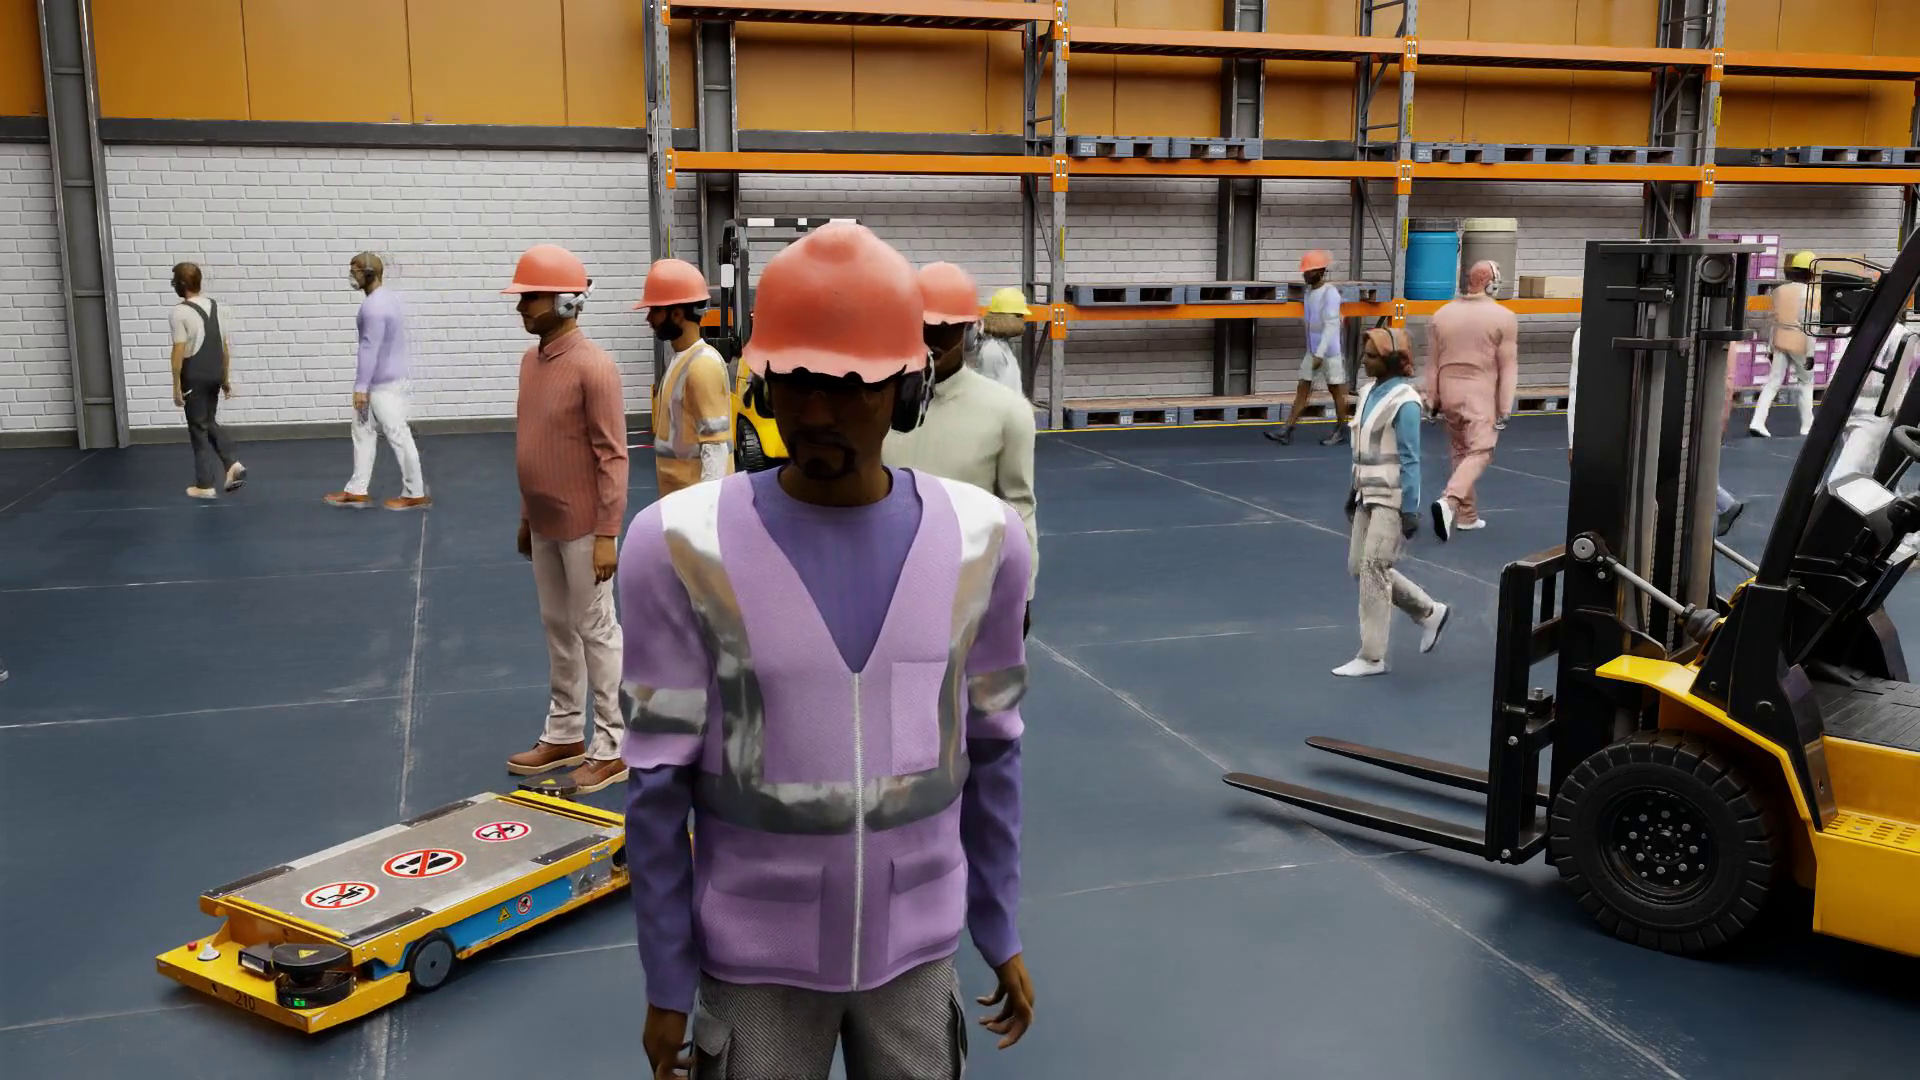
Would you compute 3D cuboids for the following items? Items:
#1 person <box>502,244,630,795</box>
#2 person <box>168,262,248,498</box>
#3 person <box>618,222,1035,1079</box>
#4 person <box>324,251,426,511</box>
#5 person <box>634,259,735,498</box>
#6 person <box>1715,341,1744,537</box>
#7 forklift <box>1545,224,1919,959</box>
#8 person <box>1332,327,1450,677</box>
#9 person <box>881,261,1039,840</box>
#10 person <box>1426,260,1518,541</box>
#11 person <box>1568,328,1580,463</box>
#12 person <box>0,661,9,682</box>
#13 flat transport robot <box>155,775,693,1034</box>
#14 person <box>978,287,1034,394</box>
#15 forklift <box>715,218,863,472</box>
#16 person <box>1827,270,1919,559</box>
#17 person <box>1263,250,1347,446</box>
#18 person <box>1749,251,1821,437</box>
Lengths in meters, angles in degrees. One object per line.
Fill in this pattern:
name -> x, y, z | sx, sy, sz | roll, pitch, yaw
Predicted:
person -> -1.443, -0.071, 6.087 | 0.388, 1.996, 0.612 | -9, 14, -41
person -> -5.845, -1.221, 12.834 | 0.441, 1.834, 0.543 | 4, 11, 20
person -> -0.171, 0.577, 2.415 | 0.607, 2.039, 0.395 | -3, 11, -18
person -> -4.371, -1.142, 12.182 | 0.861, 1.906, 0.666 | -3, 11, -14
person -> -1.094, -0.154, 6.707 | 0.374, 1.934, 0.548 | -4, 11, -19
person -> 4.824, -0.793, 10.715 | 0.582, 1.746, 0.535 | -2, 10, -9
forklift -> 2.909, 0.117, 4.508 | 2.313, 2.155, 1.214 | 9, 14, 40
person -> 2.018, -0.175, 7.673 | 0.546, 1.619, 0.519 | -1, 10, -8
person -> -0.046, 0.107, 5.230 | 0.614, 1.958, 0.975 | 5, 11, 24
person -> 3.410, -0.939, 11.190 | 0.854, 1.877, 0.645 | -9, 14, -42
person -> 3.579, -0.548, 9.040 | 0.573, 1.876, 0.346 | 0, 10, -1
person -> -4.598, -0.248, 7.546 | 0.403, 1.824, 0.598 | -7, 13, -34
flat transport robot -> -1.508, 1.011, 4.885 | 0.652, 0.197, 1.431 | 7, 12, 32
person -> 0.242, -0.590, 9.637 | 0.380, 1.728, 0.500 | 2, 11, 11
forklift -> -1.522, -1.778, 14.899 | 1.214, 2.155, 2.313 | -3, 11, -17
person -> 5.456, -0.693, 9.964 | 0.998, 1.841, 0.575 | -1, 10, -5
person -> 3.397, -1.823, 16.008 | 0.933, 1.884, 0.541 | -5, 11, -24
person -> 8.408, -1.969, 16.819 | 0.966, 1.886, 0.598 | -5, 12, -27
